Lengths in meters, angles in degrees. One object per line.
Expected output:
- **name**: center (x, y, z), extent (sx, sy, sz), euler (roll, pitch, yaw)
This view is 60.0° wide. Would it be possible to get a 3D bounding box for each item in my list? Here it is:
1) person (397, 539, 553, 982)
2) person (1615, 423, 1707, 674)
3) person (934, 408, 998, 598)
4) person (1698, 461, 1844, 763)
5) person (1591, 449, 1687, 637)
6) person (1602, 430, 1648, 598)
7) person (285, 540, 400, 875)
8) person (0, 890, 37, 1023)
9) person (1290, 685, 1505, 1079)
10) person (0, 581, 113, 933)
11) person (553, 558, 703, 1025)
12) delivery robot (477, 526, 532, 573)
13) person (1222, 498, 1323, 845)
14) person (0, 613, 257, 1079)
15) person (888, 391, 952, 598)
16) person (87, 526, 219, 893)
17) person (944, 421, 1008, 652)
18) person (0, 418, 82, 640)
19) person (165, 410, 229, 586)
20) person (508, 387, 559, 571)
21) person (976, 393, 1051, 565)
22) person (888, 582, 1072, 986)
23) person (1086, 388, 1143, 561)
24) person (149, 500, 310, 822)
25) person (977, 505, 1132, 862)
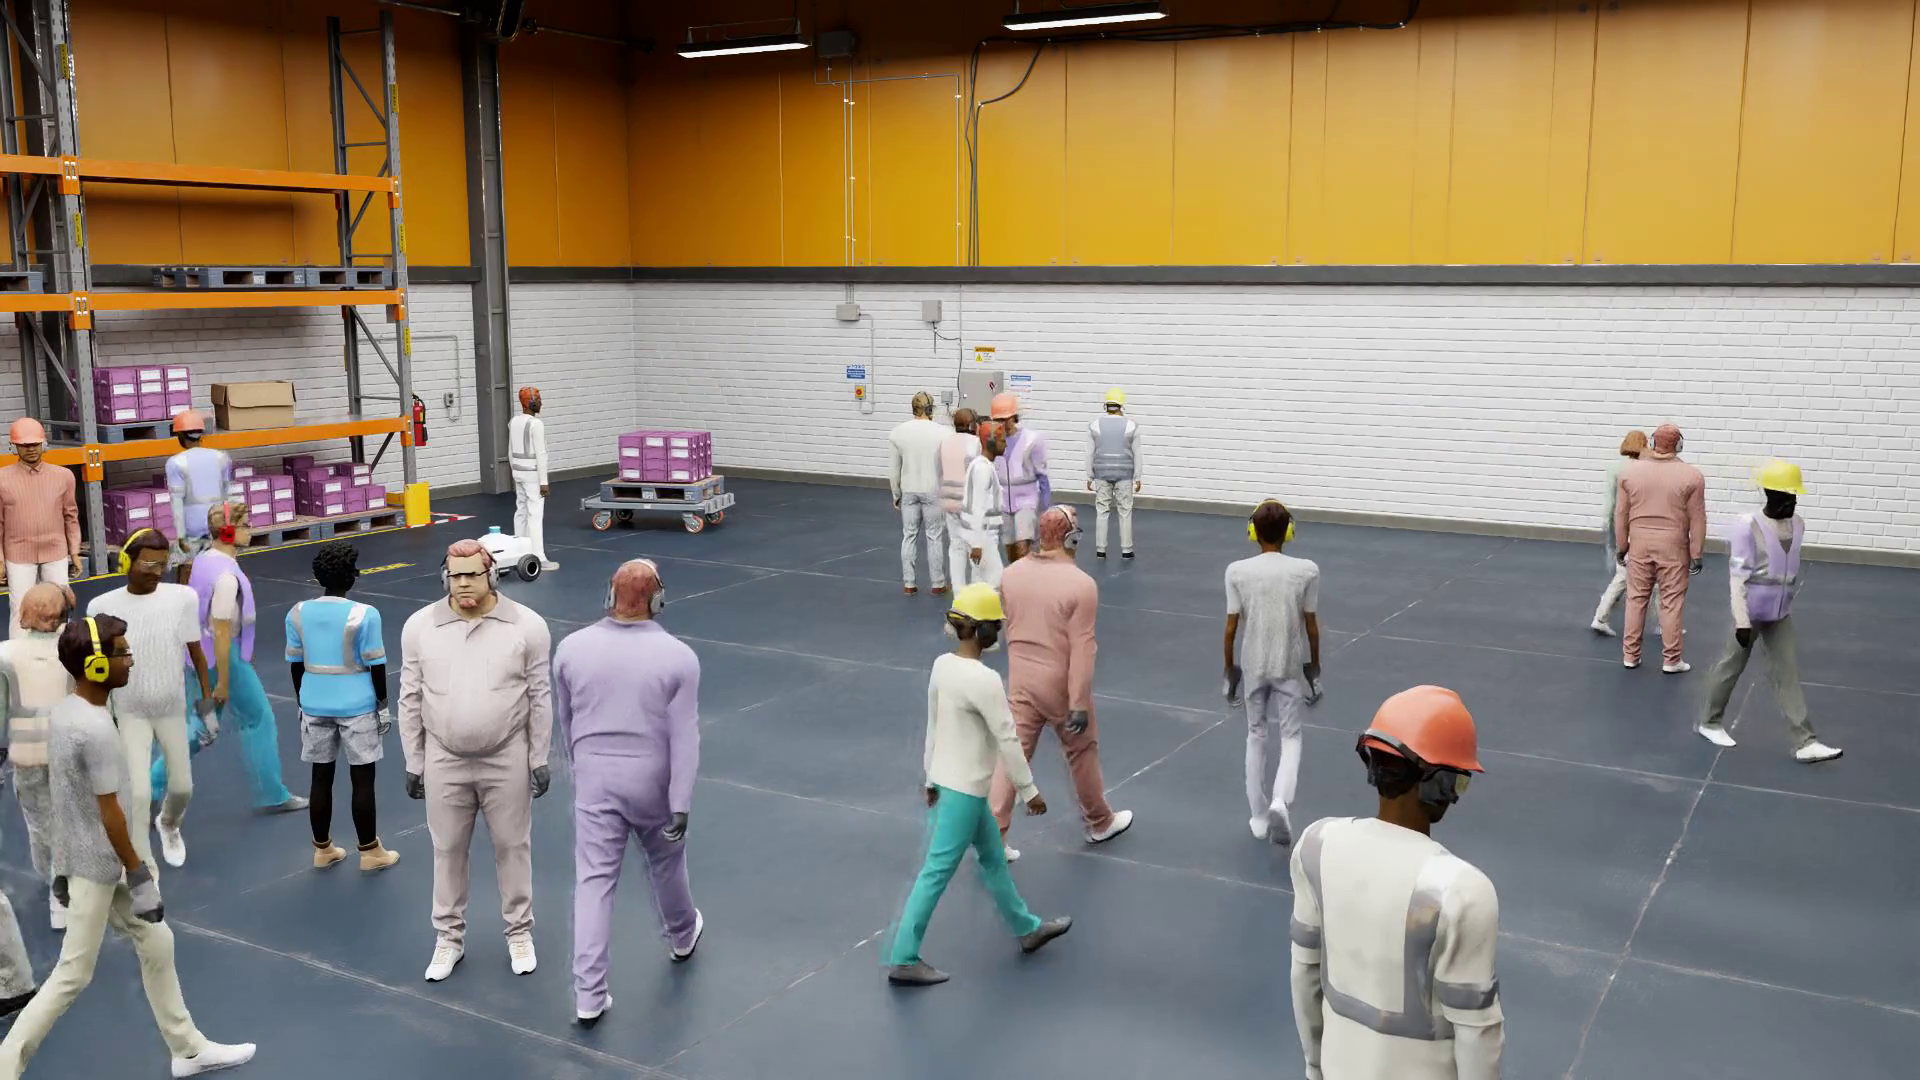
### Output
- **person**: center (-2.079, 0.942, 7.163), extent (0.642, 1.909, 0.408), euler (-2, 9, -10)
- **person**: center (5.331, 0.062, 12.656), extent (0.655, 1.905, 0.407), euler (7, 12, 38)
- **person**: center (0.063, -0.284, 15.075), extent (0.640, 1.821, 0.471), euler (7, 12, 38)
- **person**: center (5.062, 0.441, 10.387), extent (0.621, 1.869, 0.984), euler (-4, 10, -22)
- **person**: center (5.661, 0.026, 13.833), extent (0.844, 1.599, 0.528), euler (-3, 9, -16)
- **person**: center (6.105, -0.195, 15.166), extent (0.525, 1.609, 0.617), euler (1, 9, 6)
- **person**: center (-3.121, 0.847, 8.403), extent (0.540, 1.695, 0.317), euler (2, 9, 12)
- **person**: center (-4.076, 1.120, 6.427), extent (0.602, 1.779, 0.917), euler (7, 12, 39)
- **person**: center (1.099, 1.362, 4.146), extent (0.389, 2.034, 0.605), euler (-7, 11, -35)
- **person**: center (-4.280, 0.980, 7.873), extent (0.522, 1.589, 0.849), euler (-3, 10, -19)
- **person**: center (-1.379, 1.002, 6.976), extent (0.642, 1.849, 1.026), euler (1, 9, 4)
- **delivery robot**: center (-4.540, 0.111, 16.257), extent (0.477, 0.478, 0.707), euler (6, 11, 34)
- **person**: center (1.651, 0.710, 8.787), extent (0.538, 1.852, 0.581), euler (2, 9, 13)
- **person**: center (-3.136, 1.175, 5.972), extent (0.959, 1.833, 0.524), euler (-6, 11, -32)
- **person**: center (-0.356, -0.421, 15.575), extent (0.629, 1.937, 0.378), euler (3, 9, 16)
- **person**: center (-3.933, 0.827, 8.098), extent (0.518, 1.842, 0.741), euler (-7, 12, -38)
- **person**: center (0.181, -0.011, 13.203), extent (0.443, 1.870, 0.630), euler (0, 9, 0)
- **person**: center (-6.721, 0.105, 12.107), extent (0.608, 1.995, 0.376), euler (-8, 12, -42)
- **person**: center (-6.422, -0.140, 13.973), extent (0.954, 1.889, 0.554), euler (8, 12, 41)
- **person**: center (-4.391, -0.623, 17.003), extent (0.574, 1.882, 0.358), euler (9, 13, 44)
- **person**: center (0.446, -0.281, 14.483), extent (0.635, 2.000, 0.758), euler (3, 10, 19)
- **person**: center (0.080, 1.041, 7.146), extent (0.927, 1.712, 0.536), euler (-3, 10, -20)
- **person**: center (1.629, -0.687, 17.568), extent (0.599, 1.827, 0.403), euler (2, 9, 11)
- **person**: center (-4.100, 0.680, 9.112), extent (0.908, 1.812, 0.572), euler (-7, 12, -38)
- **person**: center (0.479, 0.738, 8.619), extent (0.663, 1.849, 1.043), euler (8, 12, 42)
